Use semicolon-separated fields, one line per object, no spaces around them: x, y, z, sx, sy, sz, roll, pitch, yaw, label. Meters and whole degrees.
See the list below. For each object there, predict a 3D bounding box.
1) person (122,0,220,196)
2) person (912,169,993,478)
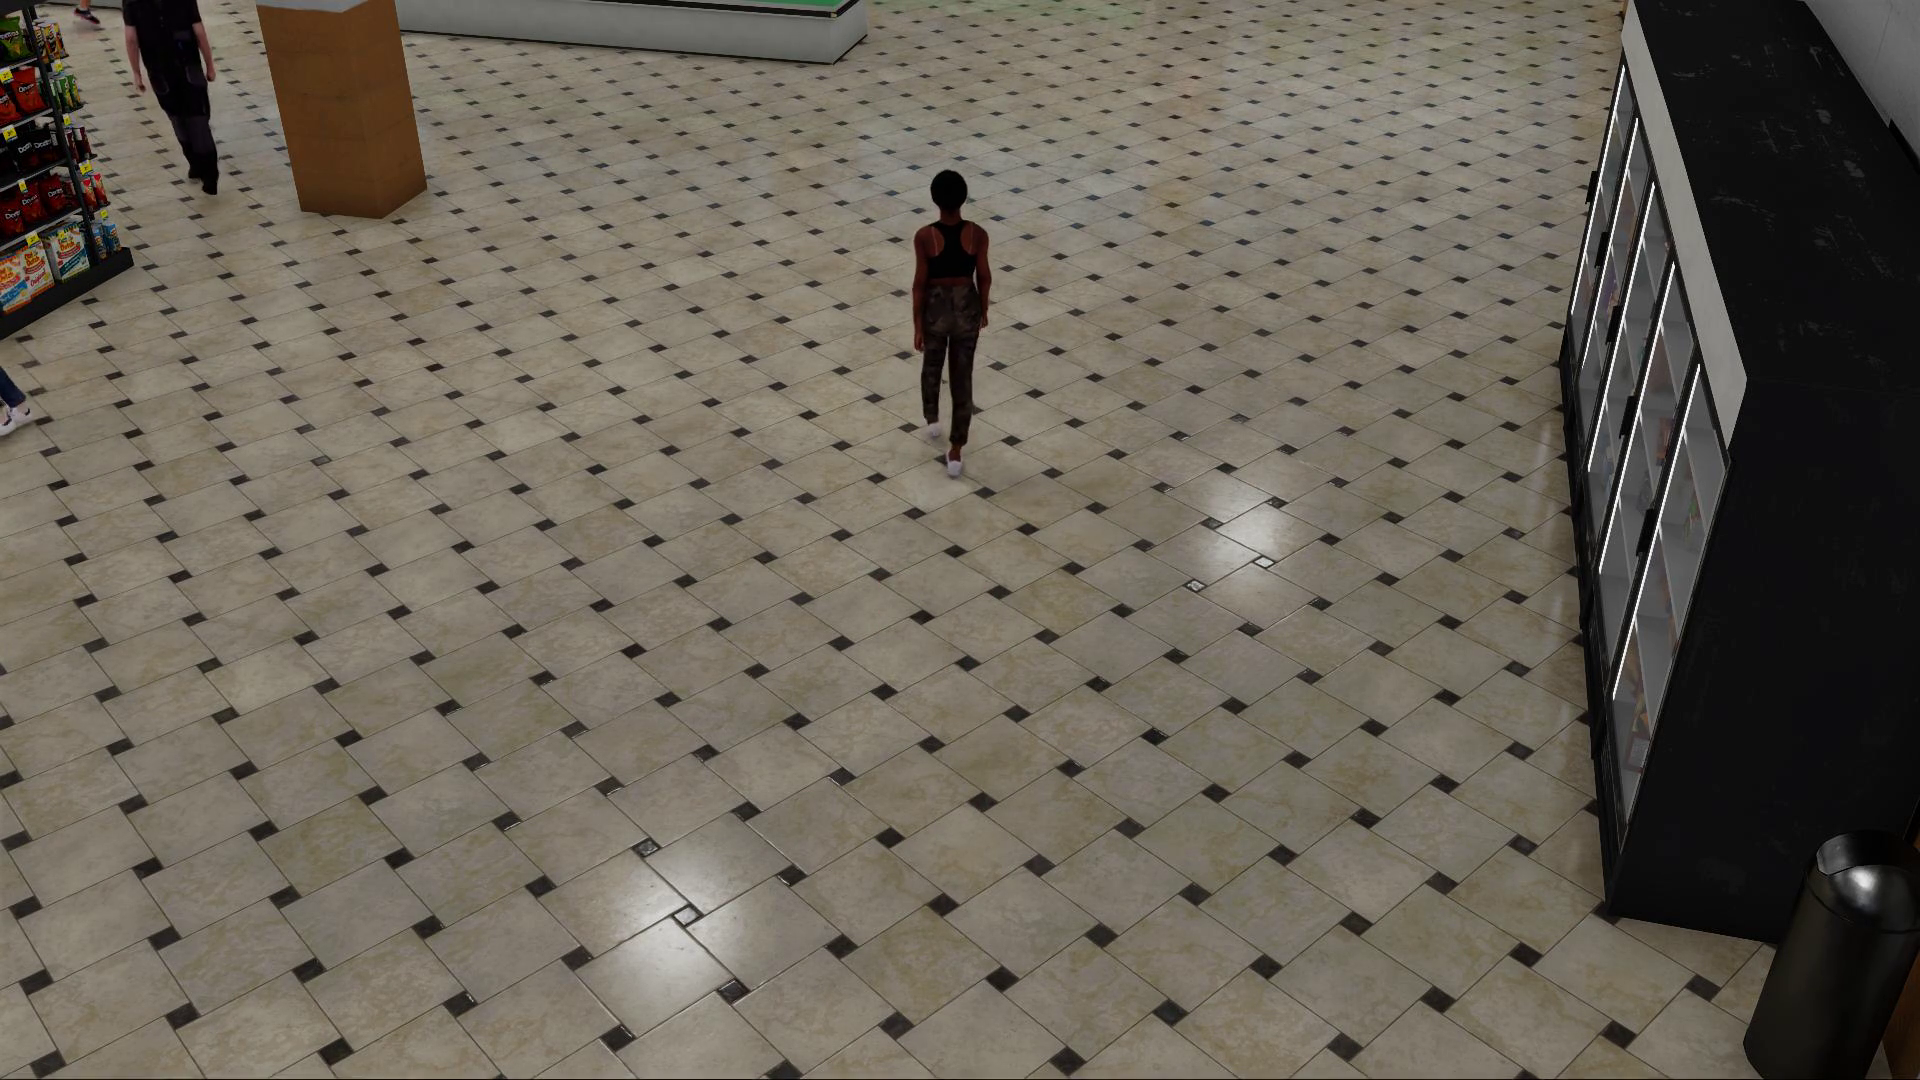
-6.076;-3.622;12.883;1.240;1.794;1.152;-8;33;-13;person
-0.045;-1.135;8.999;0.917;1.674;0.808;0;32;0;person
